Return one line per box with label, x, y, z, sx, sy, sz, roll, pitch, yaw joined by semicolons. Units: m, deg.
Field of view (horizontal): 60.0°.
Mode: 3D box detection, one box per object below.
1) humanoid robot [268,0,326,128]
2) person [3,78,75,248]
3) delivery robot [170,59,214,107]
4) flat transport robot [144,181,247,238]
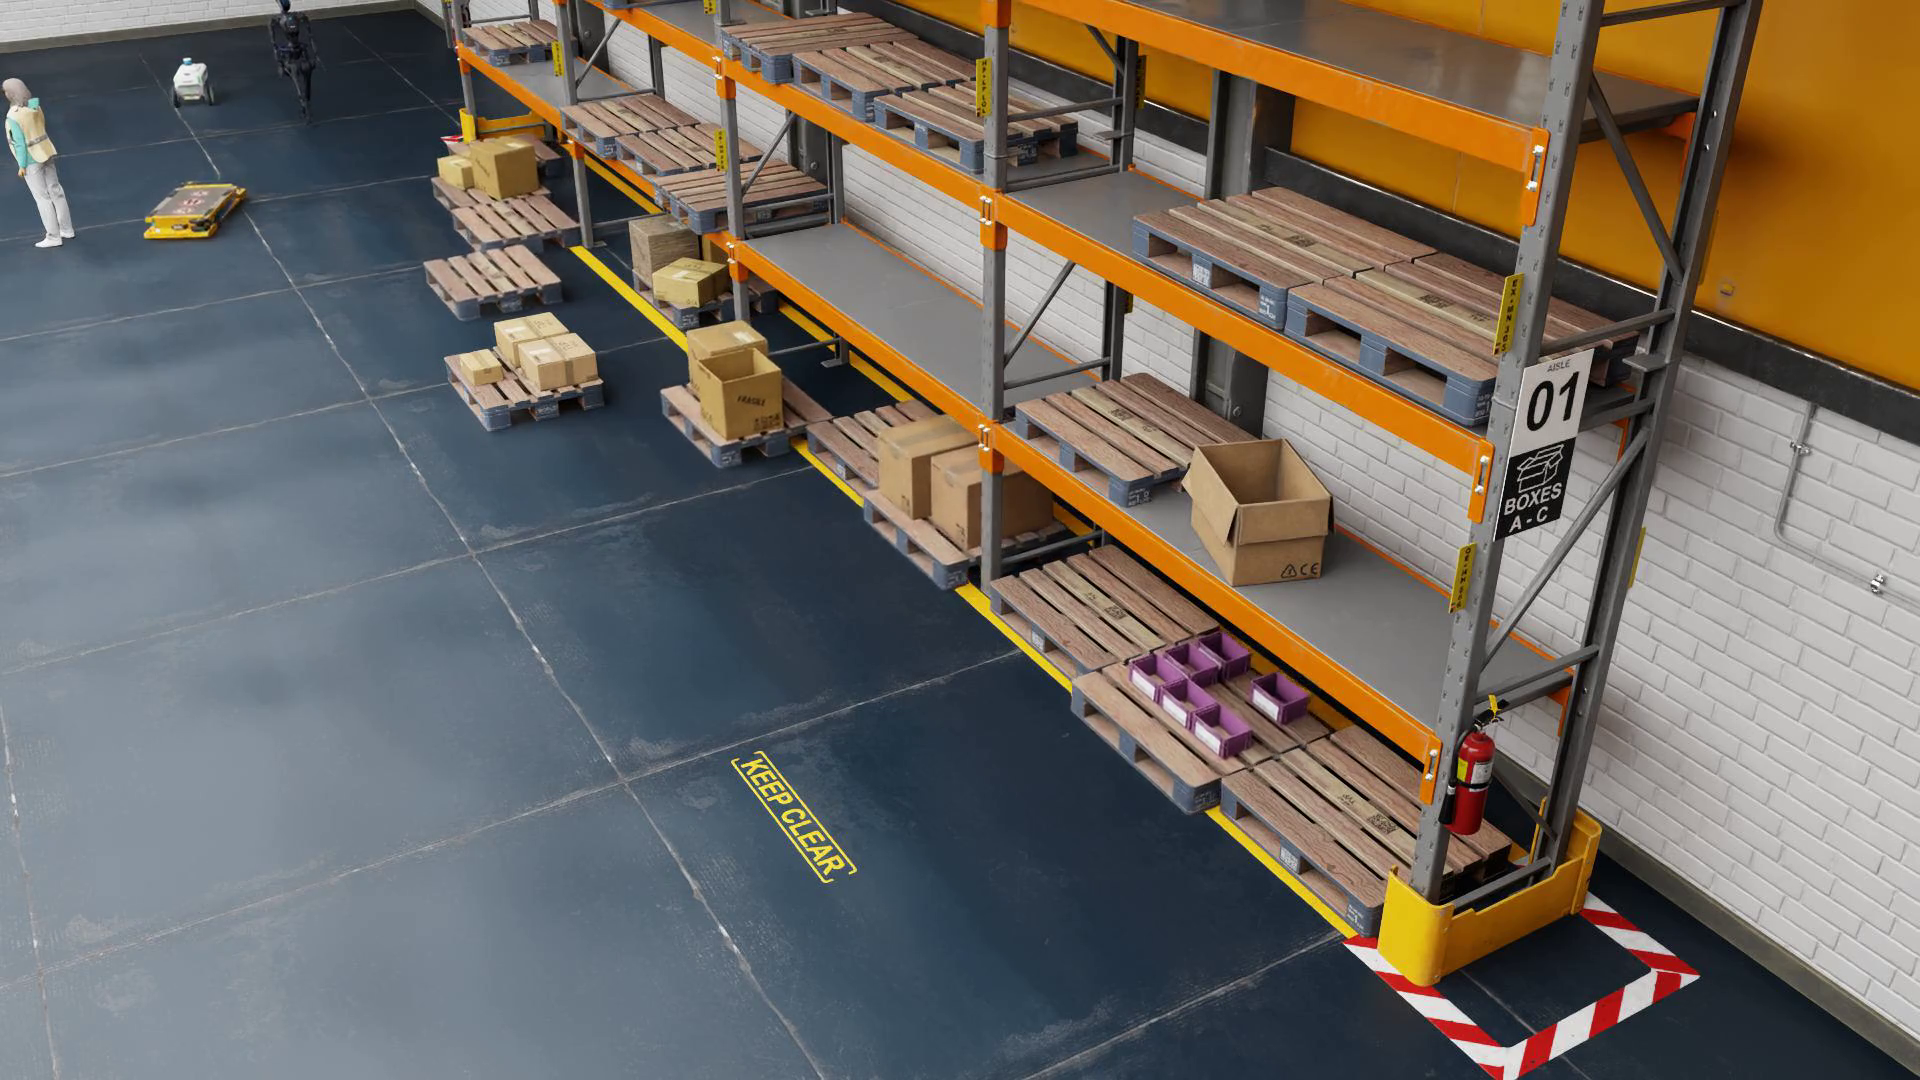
humanoid robot;-8.365;-6.074;21.001;0.589;1.644;0.793;-24;37;-35
person;-9.396;-3.842;16.951;0.365;1.711;0.465;3;30;5
delivery robot;-10.185;-6.056;22.051;0.499;0.613;0.796;-8;30;-13
flat transport robot;-8.230;-3.560;17.917;0.659;0.231;1.431;-3;30;-5
